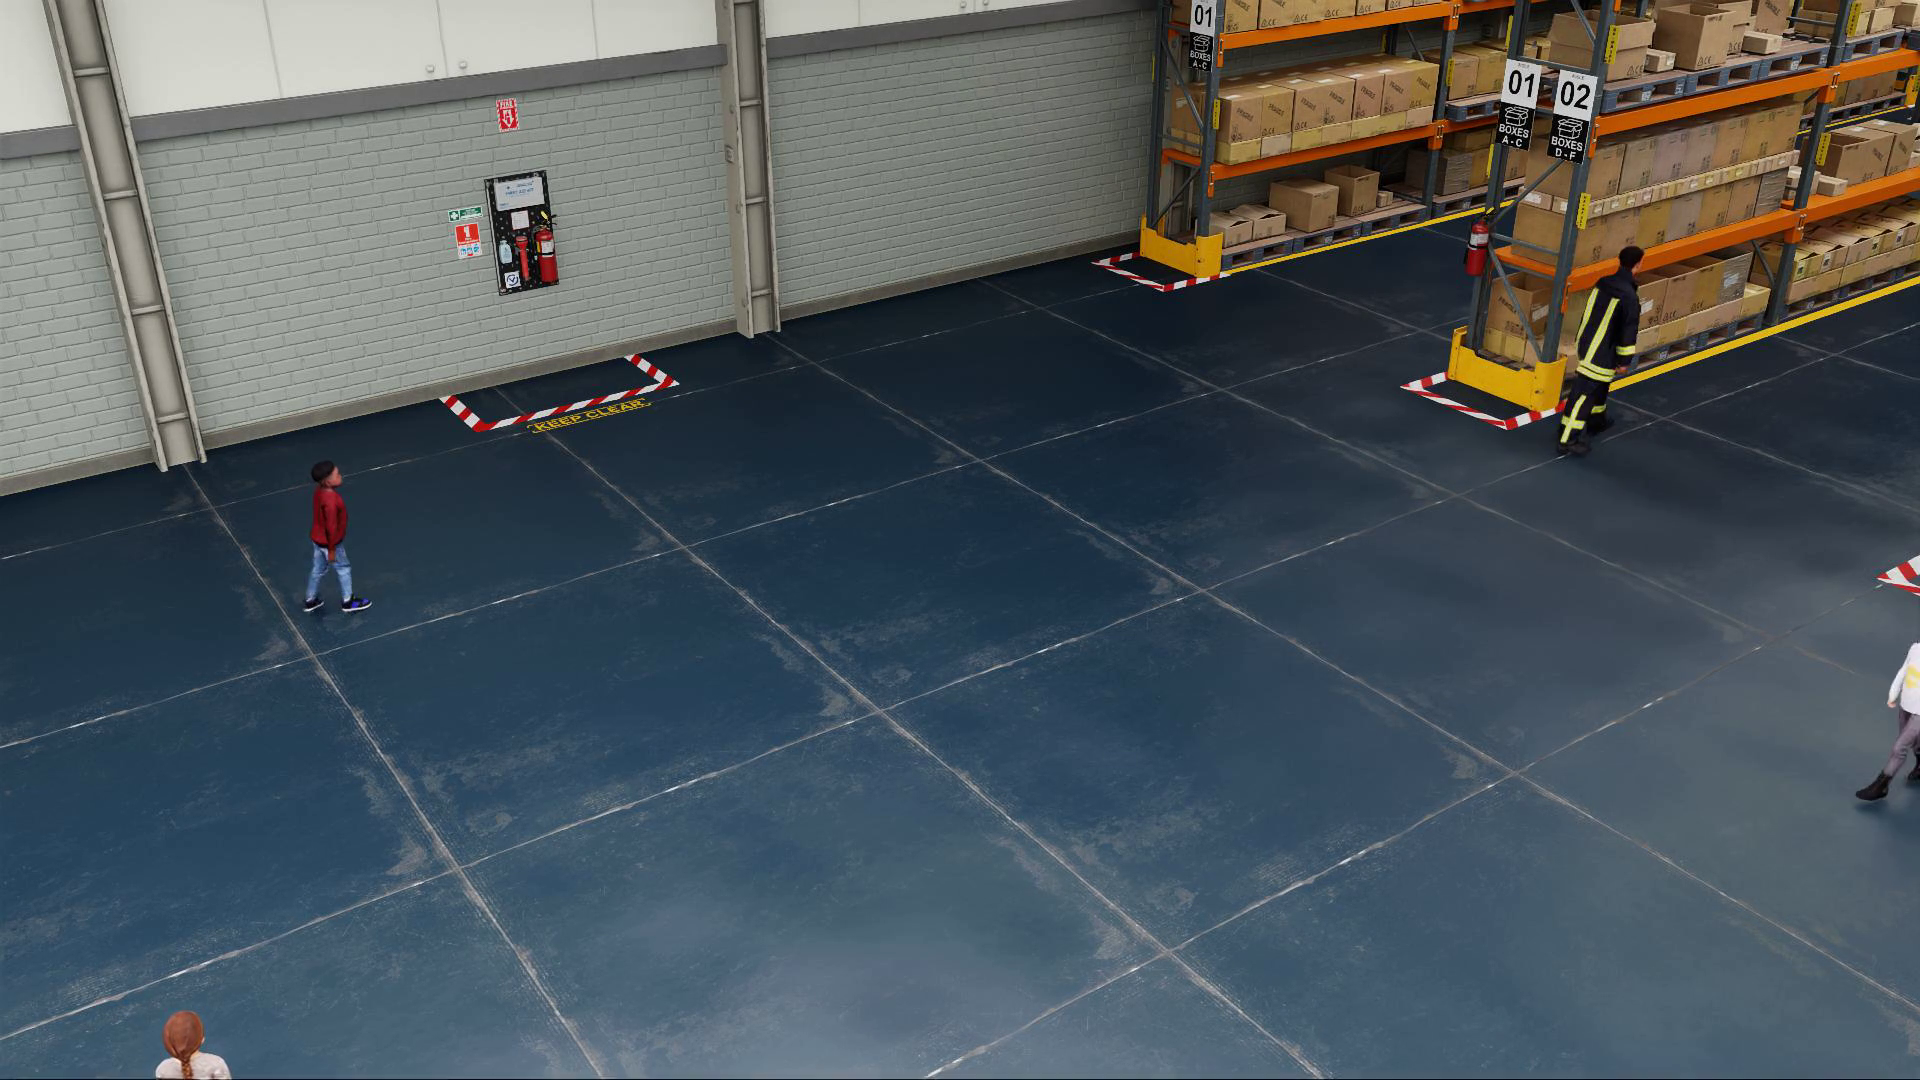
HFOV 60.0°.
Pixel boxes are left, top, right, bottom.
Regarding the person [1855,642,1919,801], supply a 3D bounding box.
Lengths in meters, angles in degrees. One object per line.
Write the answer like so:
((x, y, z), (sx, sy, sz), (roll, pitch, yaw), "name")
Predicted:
((6.041, 1.035, 10.400), (0.954, 1.268, 0.689), (-7, 28, -14), "person")

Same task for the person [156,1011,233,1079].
((-3.382, 2.602, 7.437), (0.509, 1.194, 0.606), (-4, 27, -7), "person")

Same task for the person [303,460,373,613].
((-4.780, 0.003, 12.447), (0.685, 1.228, 0.537), (-21, 34, -35), "person")

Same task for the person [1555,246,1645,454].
((5.746, -1.718, 15.095), (1.167, 1.864, 1.057), (-3, 27, -6), "person")
